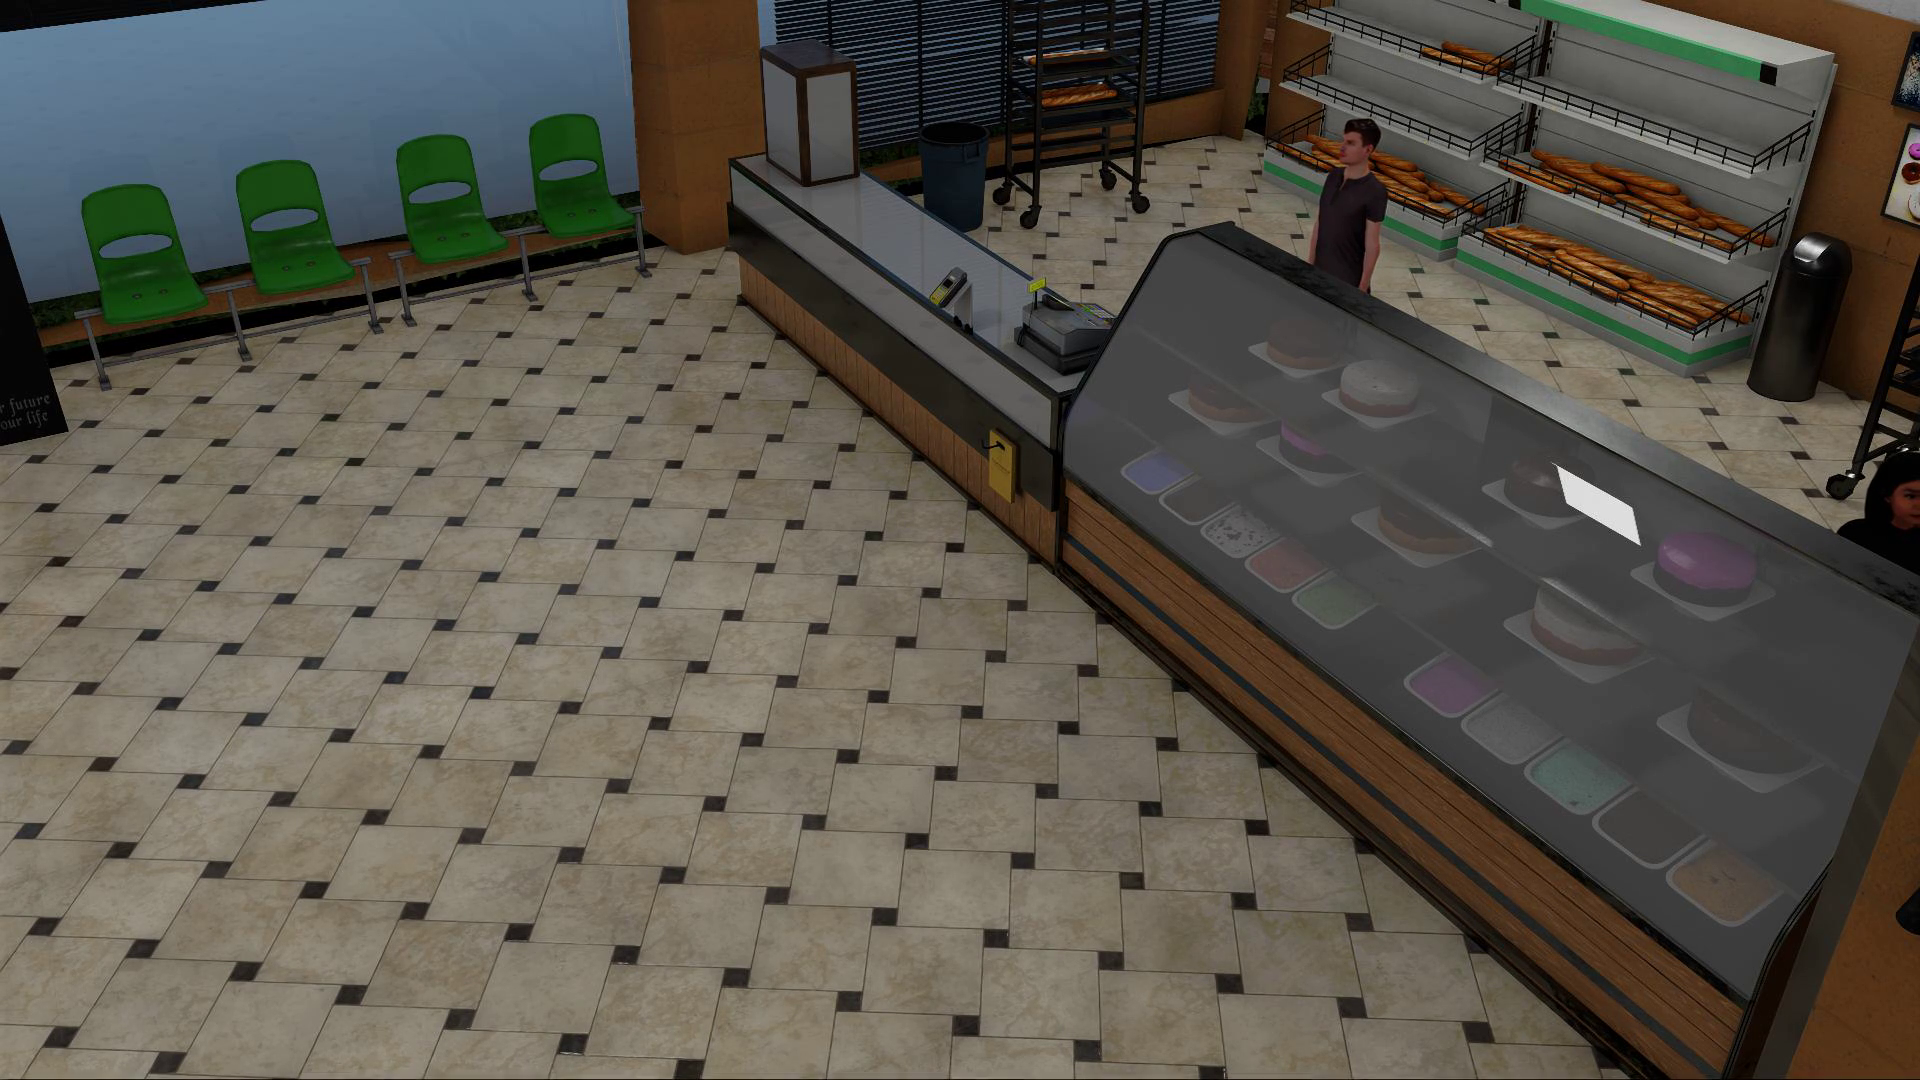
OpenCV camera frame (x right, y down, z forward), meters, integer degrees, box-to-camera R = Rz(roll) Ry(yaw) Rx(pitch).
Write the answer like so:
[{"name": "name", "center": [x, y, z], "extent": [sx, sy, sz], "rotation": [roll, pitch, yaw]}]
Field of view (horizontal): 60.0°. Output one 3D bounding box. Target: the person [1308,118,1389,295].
[{"name": "person", "center": [2.143, -1.460, 9.337], "extent": [0.525, 1.853, 0.632], "rotation": [-17, 36, -25]}]
